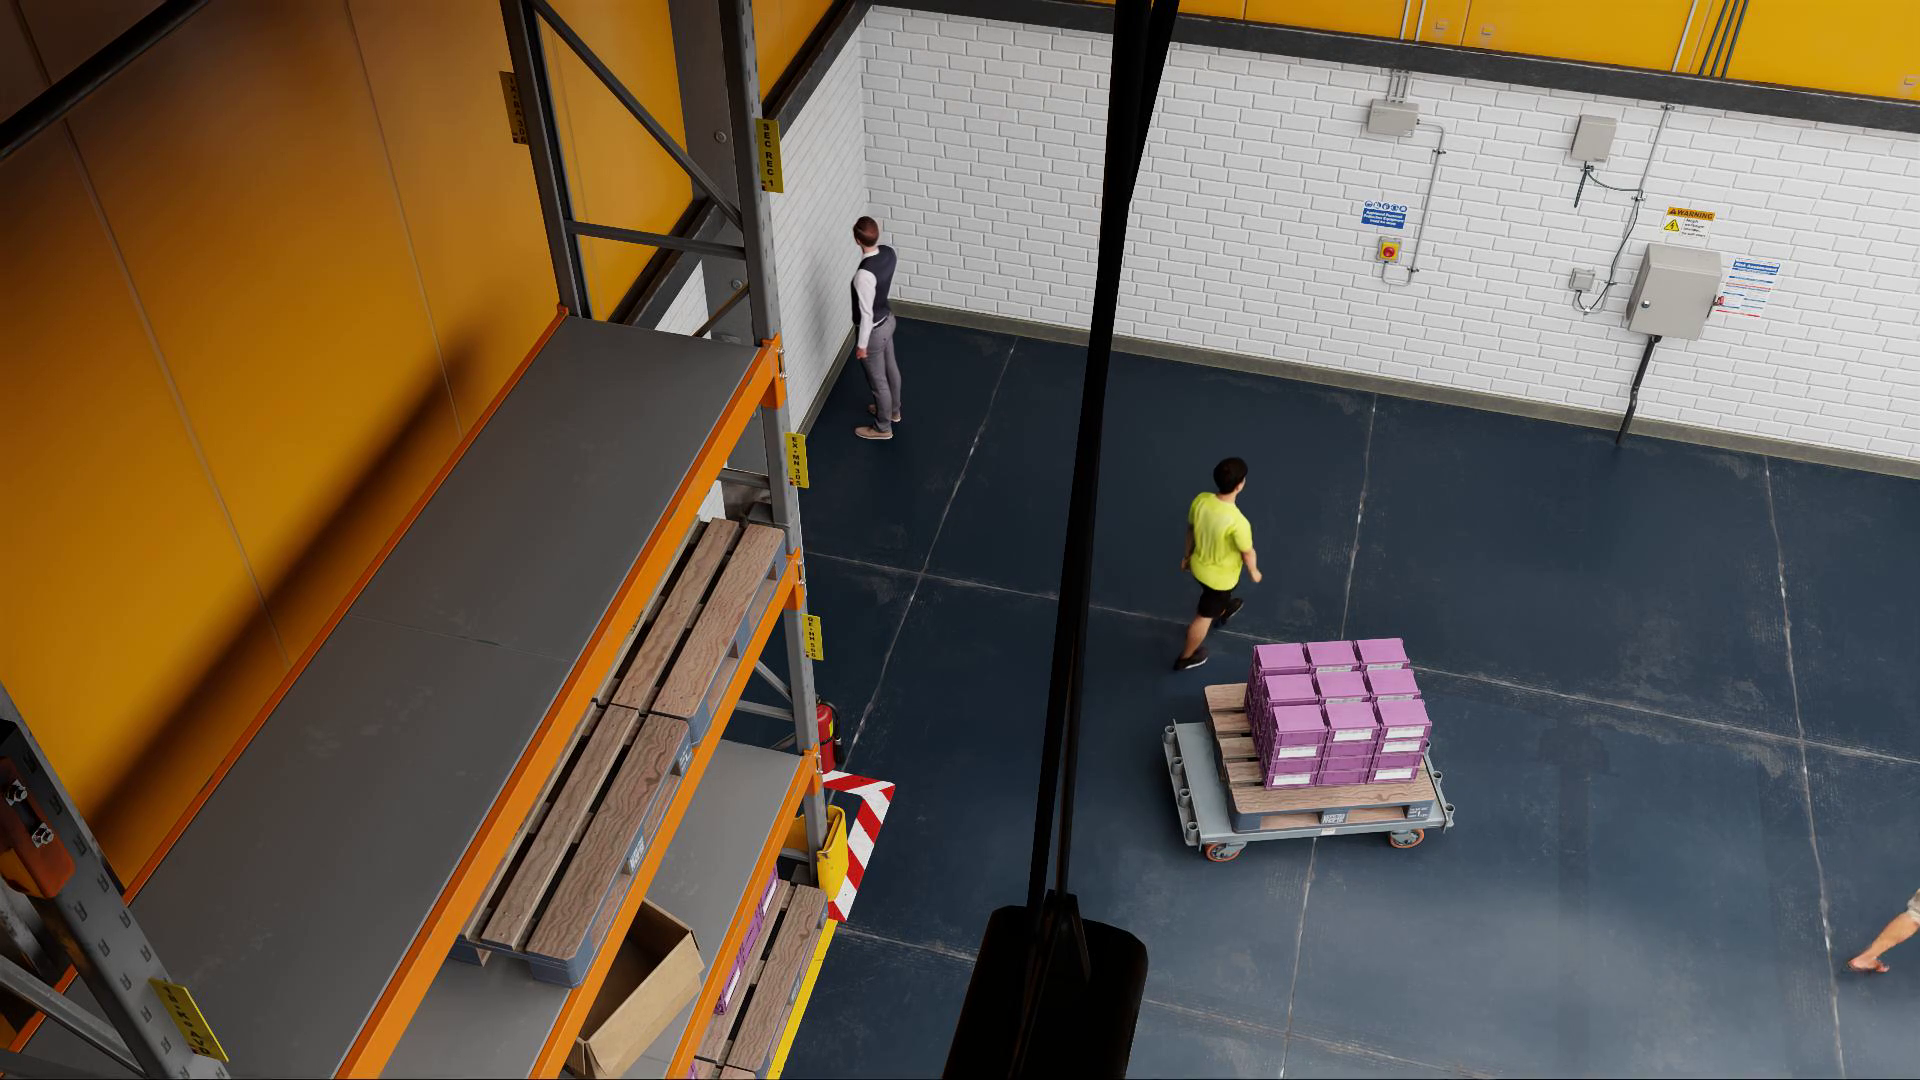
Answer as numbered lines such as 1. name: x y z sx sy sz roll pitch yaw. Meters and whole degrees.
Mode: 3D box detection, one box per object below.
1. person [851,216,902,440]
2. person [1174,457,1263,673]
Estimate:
1. person: -0.637 -1.605 12.558 0.738 1.938 0.512 14 45 14
2. person: 1.605 0.218 10.836 1.066 1.674 0.974 -25 49 -24
